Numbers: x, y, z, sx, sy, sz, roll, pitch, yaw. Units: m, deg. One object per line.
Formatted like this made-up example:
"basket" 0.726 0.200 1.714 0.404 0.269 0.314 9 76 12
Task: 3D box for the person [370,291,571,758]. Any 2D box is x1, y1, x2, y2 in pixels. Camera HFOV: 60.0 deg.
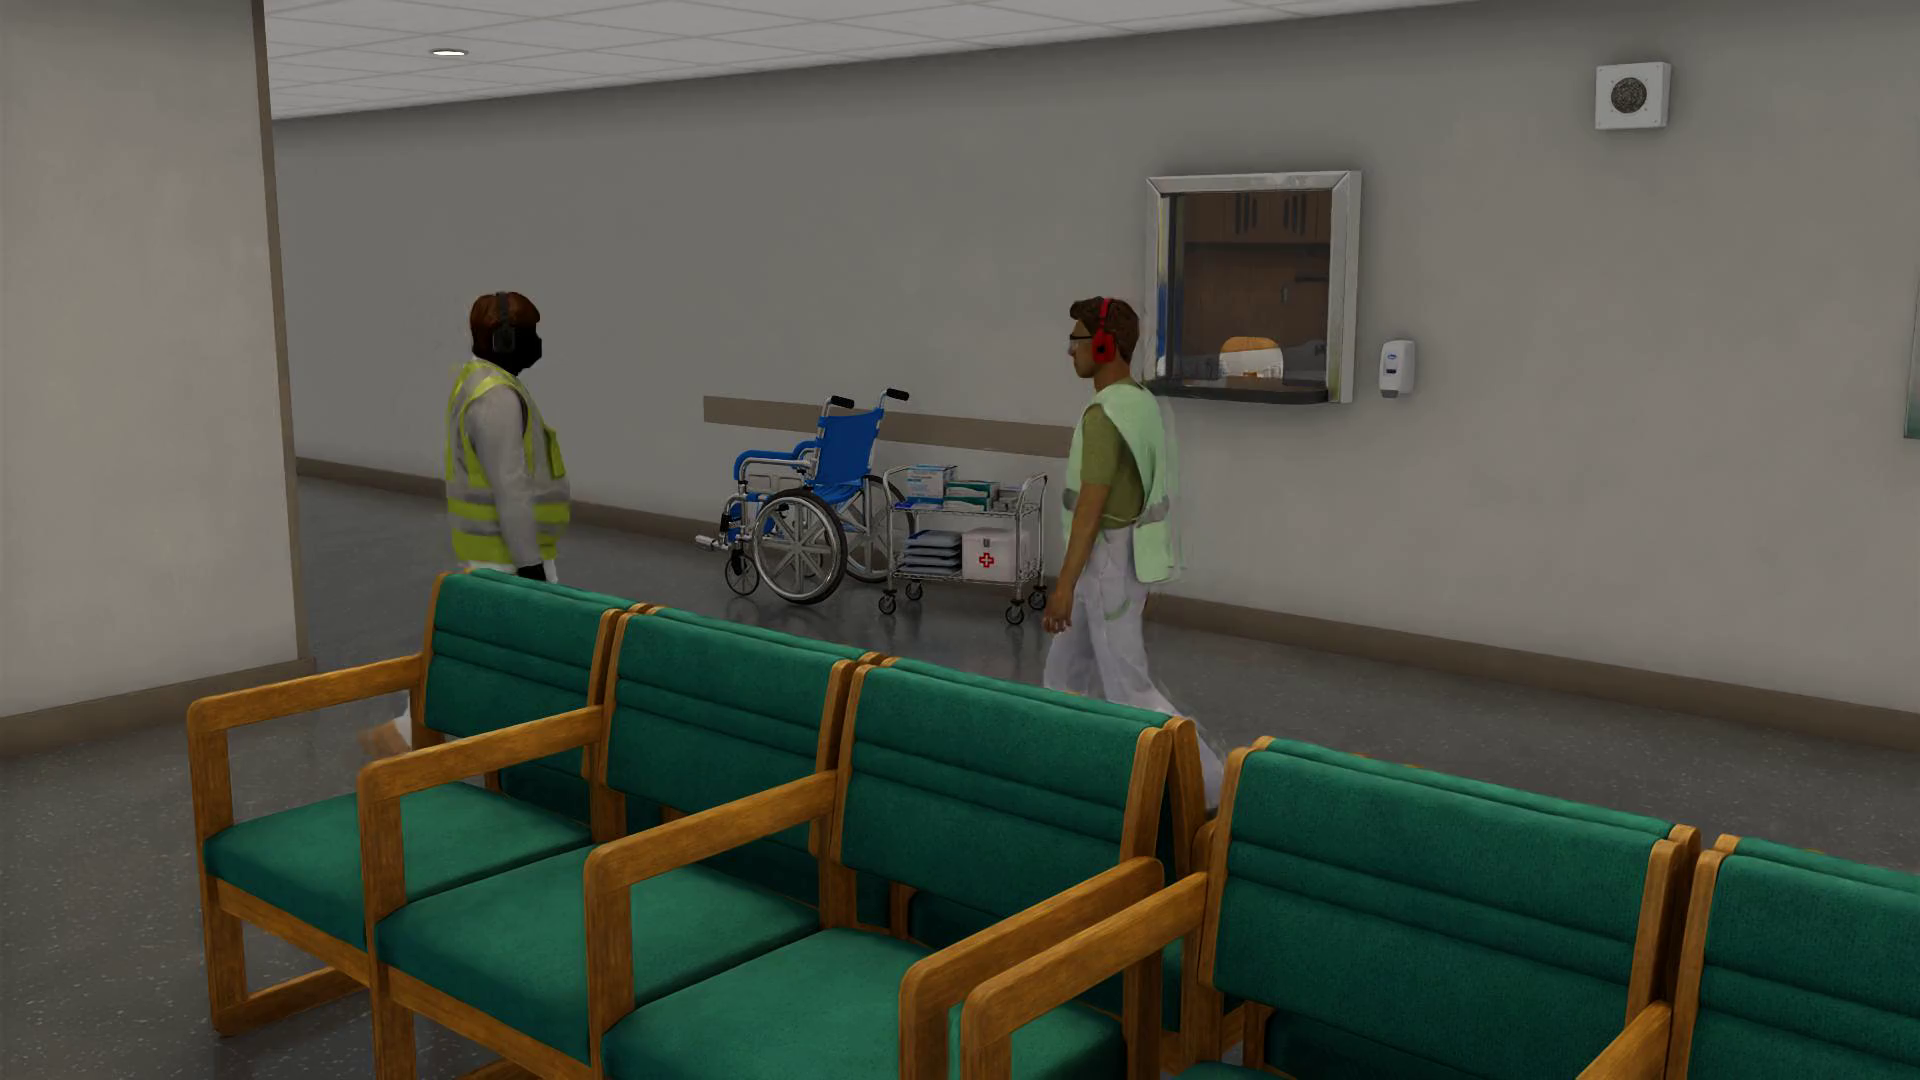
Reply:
"person" -1.686 0.024 5.944 0.797 1.814 0.624 -3 10 -15

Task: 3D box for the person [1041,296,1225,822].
"person" 0.535 0.109 5.467 0.887 1.811 0.568 2 10 11
